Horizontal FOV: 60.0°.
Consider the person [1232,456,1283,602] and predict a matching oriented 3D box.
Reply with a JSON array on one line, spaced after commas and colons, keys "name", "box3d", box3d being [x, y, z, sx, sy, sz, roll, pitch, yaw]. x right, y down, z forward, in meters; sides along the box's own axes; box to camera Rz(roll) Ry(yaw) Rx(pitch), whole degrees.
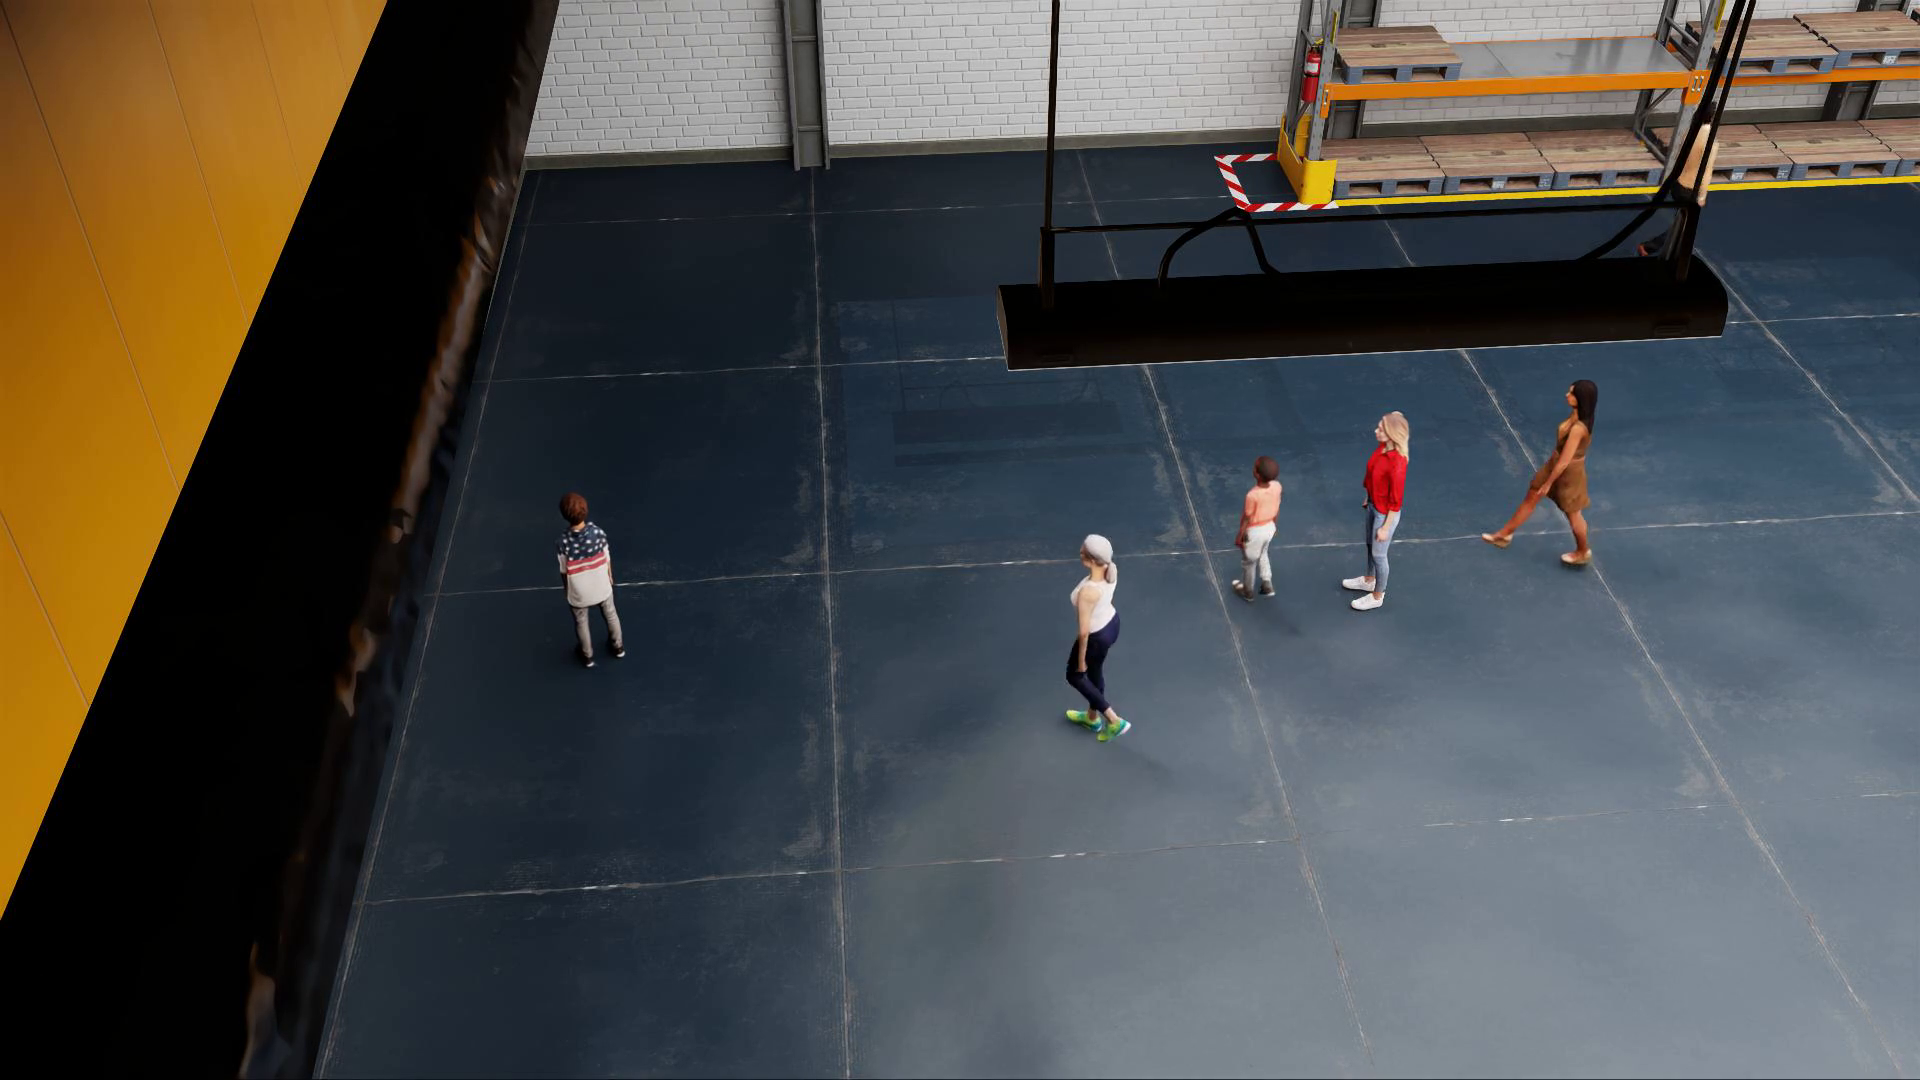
[{"name": "person", "box3d": [2.254, -0.047, 12.335, 0.638, 1.305, 0.677, -19, 42, -22]}]

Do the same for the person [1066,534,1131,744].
[{"name": "person", "box3d": [0.988, 0.691, 11.103, 0.892, 1.689, 0.816, 21, 43, 24]}]

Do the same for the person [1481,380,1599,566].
[{"name": "person", "box3d": [4.650, -0.449, 12.570, 1.123, 1.638, 0.828, 10, 40, 12]}]

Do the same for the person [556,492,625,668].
[{"name": "person", "box3d": [-2.650, 0.276, 11.824, 0.512, 1.437, 0.628, -17, 42, -20]}]

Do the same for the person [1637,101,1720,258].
[{"name": "person", "box3d": [7.034, -3.408, 16.197, 0.960, 1.737, 0.673, -5, 39, -7]}]

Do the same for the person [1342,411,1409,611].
[{"name": "person", "box3d": [3.099, -0.213, 12.224, 0.495, 1.702, 0.617, -3, 39, -3]}]
